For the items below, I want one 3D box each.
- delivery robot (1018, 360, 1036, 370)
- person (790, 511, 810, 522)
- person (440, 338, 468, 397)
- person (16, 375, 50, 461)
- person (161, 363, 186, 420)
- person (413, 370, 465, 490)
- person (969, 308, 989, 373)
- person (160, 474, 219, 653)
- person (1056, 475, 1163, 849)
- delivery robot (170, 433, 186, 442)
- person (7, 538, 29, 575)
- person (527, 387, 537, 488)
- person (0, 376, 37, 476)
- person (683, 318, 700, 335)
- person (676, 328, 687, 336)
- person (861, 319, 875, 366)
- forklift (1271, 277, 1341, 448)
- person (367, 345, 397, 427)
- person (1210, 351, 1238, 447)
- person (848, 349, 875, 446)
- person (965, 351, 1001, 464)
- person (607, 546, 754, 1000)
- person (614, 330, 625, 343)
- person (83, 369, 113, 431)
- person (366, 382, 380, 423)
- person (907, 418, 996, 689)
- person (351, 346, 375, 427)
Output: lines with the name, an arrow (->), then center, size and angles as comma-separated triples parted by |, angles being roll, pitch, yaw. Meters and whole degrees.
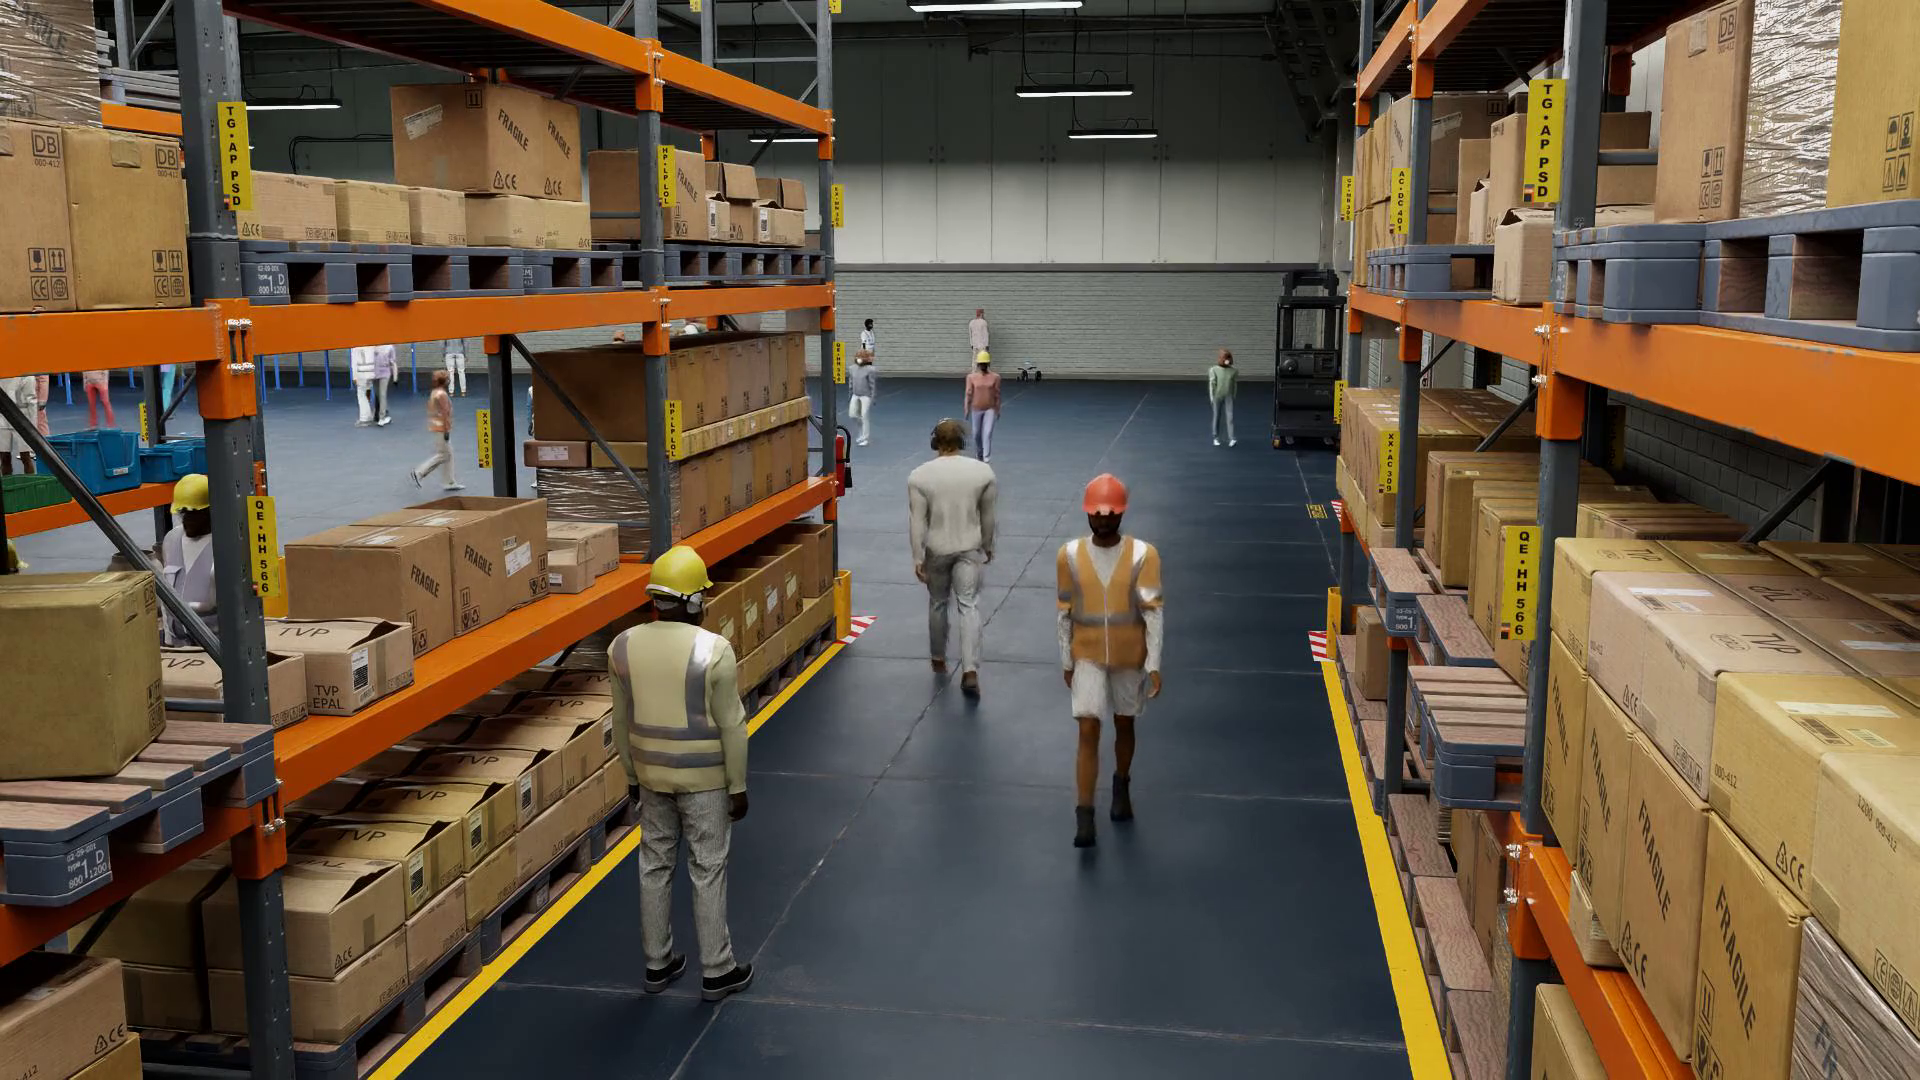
delivery robot -> 1.783, -4.652, 44.120 | 0.335, 0.223, 0.698 | 6, 11, 31
person -> -2.171, -1.109, 19.234 | 1.011, 1.849, 0.680 | -4, 10, -23
person -> -11.771, -4.306, 38.706 | 0.629, 1.934, 0.374 | -3, 10, -18
person -> -14.406, -2.196, 25.774 | 0.642, 1.908, 0.407 | 4, 10, 24
person -> -15.662, -3.310, 32.941 | 0.571, 1.811, 0.855 | 1, 9, 9
person -> -6.944, -1.450, 22.060 | 0.632, 1.613, 0.519 | -5, 11, -30
person -> 0.549, -5.246, 44.585 | 0.407, 1.910, 0.638 | -9, 13, -44
person -> -4.158, 0.534, 9.193 | 0.588, 1.823, 0.403 | 2, 9, 13
person -> 0.761, 0.607, 8.560 | 0.563, 1.883, 1.016 | 2, 9, 9
delivery robot -> -11.407, -1.327, 24.411 | 0.477, 0.478, 0.707 | 2, 10, 14
person -> -4.234, 0.863, 7.200 | 0.598, 1.808, 0.694 | 3, 10, 19
person -> -5.577, -1.519, 22.422 | 0.523, 1.638, 0.310 | 1, 9, 7
person -> -11.781, -1.422, 20.662 | 0.628, 2.027, 0.430 | 0, 9, -1
person -> -6.295, -4.326, 38.629 | 0.535, 2.000, 0.710 | 2, 9, 9
person -> -5.344, -3.162, 31.990 | 0.525, 1.825, 0.638 | -5, 11, -30
person -> -2.364, -4.837, 42.741 | 0.321, 1.693, 0.533 | 5, 10, 27
forklift -> 5.847, -3.016, 27.970 | 1.129, 2.768, 1.873 | 1, 9, 9
person -> -10.993, -3.124, 31.577 | 0.583, 1.881, 0.945 | 1, 9, 3
person -> 4.383, -2.332, 27.594 | 0.506, 1.590, 0.858 | -1, 9, -5
person -> -1.652, -2.383, 27.779 | 0.518, 1.618, 0.353 | 5, 10, 28
person -> 0.352, -1.963, 24.839 | 0.533, 1.739, 0.753 | 0, 9, 3
person -> -1.106, 0.932, 6.707 | 0.589, 1.833, 0.404 | 4, 10, 21
person -> -7.363, -3.732, 36.085 | 0.499, 1.634, 0.289 | 2, 9, 11
person -> -15.695, -2.844, 30.205 | 0.532, 1.767, 0.323 | 3, 10, 15
person -> -11.341, -3.246, 32.213 | 0.415, 1.928, 0.552 | 5, 10, 29
person -> -0.051, 0.086, 11.793 | 0.647, 1.895, 1.040 | -1, 9, -7
person -> -11.271, -3.087, 31.430 | 0.476, 1.861, 0.601 | 4, 10, 25
